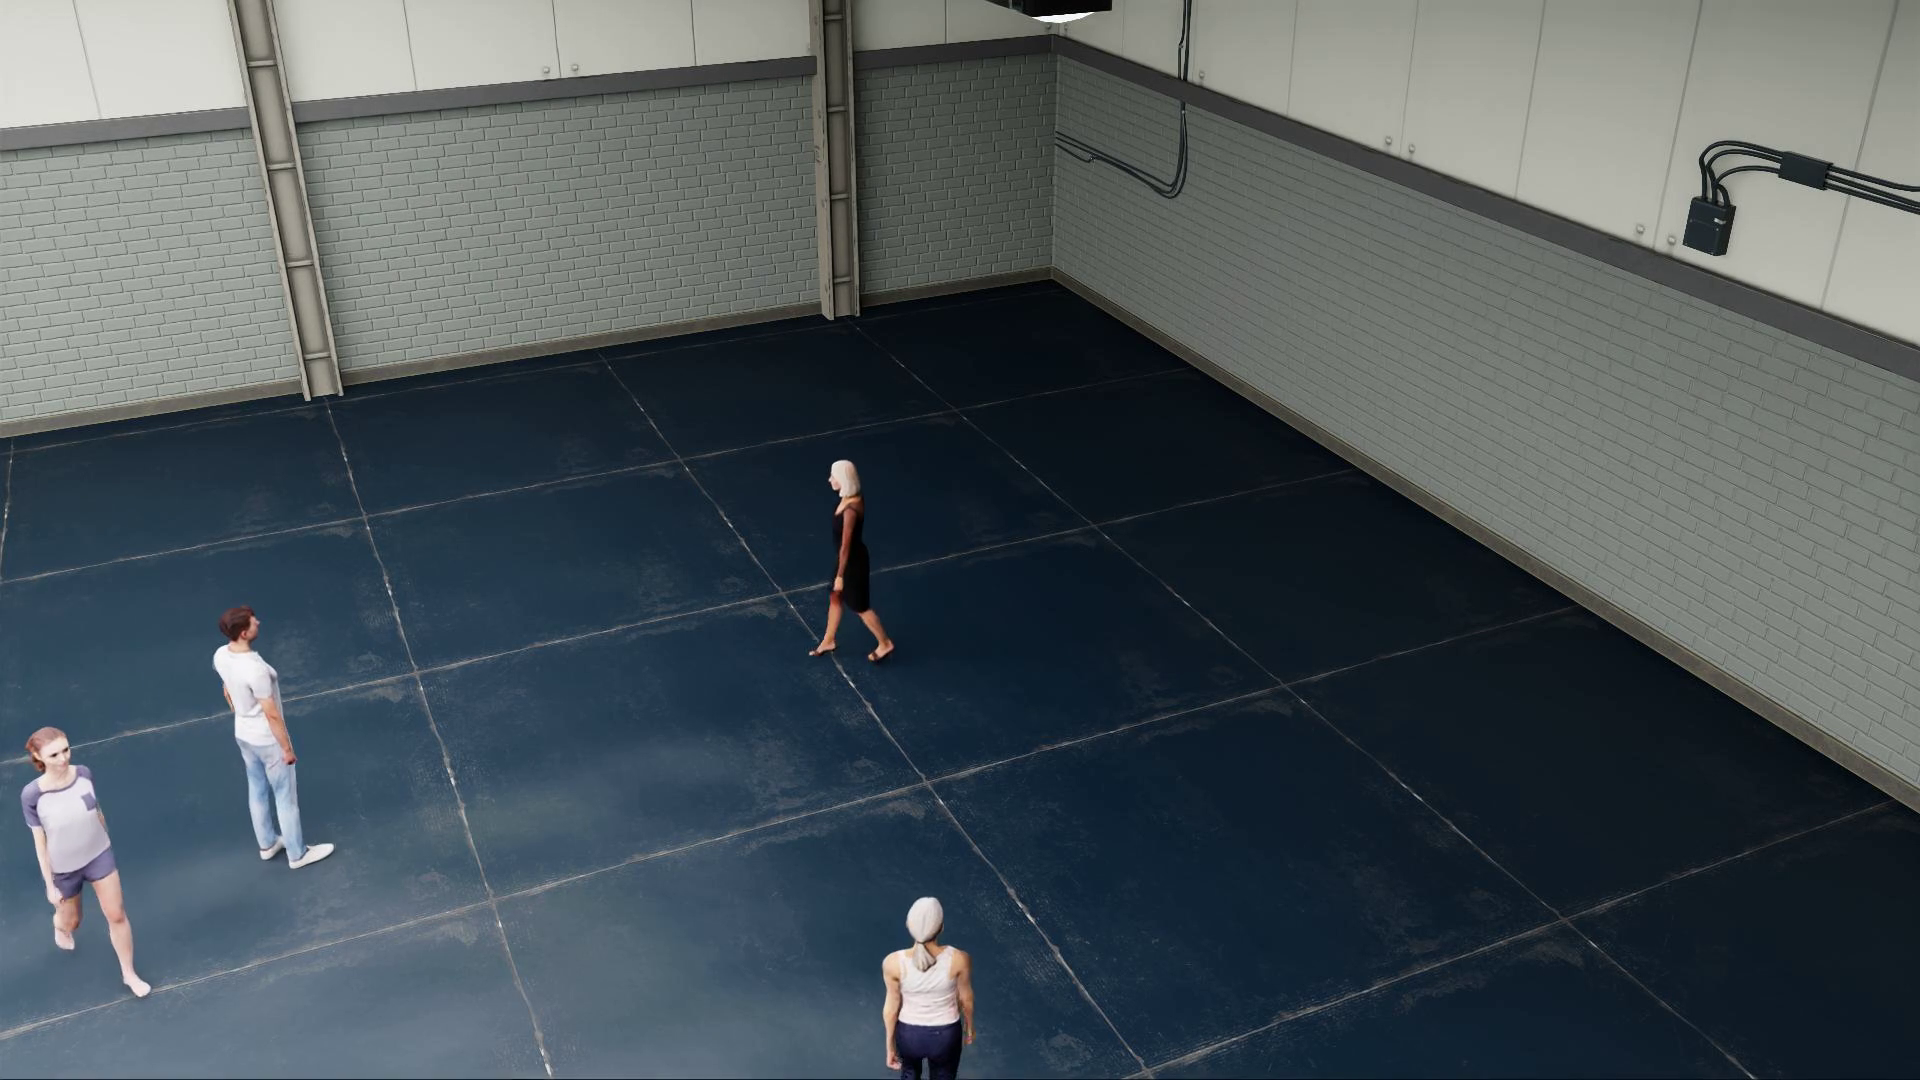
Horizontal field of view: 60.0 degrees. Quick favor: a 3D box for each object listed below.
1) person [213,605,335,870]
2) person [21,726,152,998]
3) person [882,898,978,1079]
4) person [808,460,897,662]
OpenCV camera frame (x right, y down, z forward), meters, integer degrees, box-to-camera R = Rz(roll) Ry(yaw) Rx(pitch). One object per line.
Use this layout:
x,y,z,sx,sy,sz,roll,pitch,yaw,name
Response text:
-4.406,1.243,10.463,0.734,1.851,0.741,17,32,29,person
-5.063,1.810,9.476,0.882,1.747,1.004,22,34,36,person
-0.154,2.529,8.146,0.712,1.686,0.792,2,27,4,person
-0.751,0.200,12.634,1.011,1.717,0.833,-1,27,-2,person
